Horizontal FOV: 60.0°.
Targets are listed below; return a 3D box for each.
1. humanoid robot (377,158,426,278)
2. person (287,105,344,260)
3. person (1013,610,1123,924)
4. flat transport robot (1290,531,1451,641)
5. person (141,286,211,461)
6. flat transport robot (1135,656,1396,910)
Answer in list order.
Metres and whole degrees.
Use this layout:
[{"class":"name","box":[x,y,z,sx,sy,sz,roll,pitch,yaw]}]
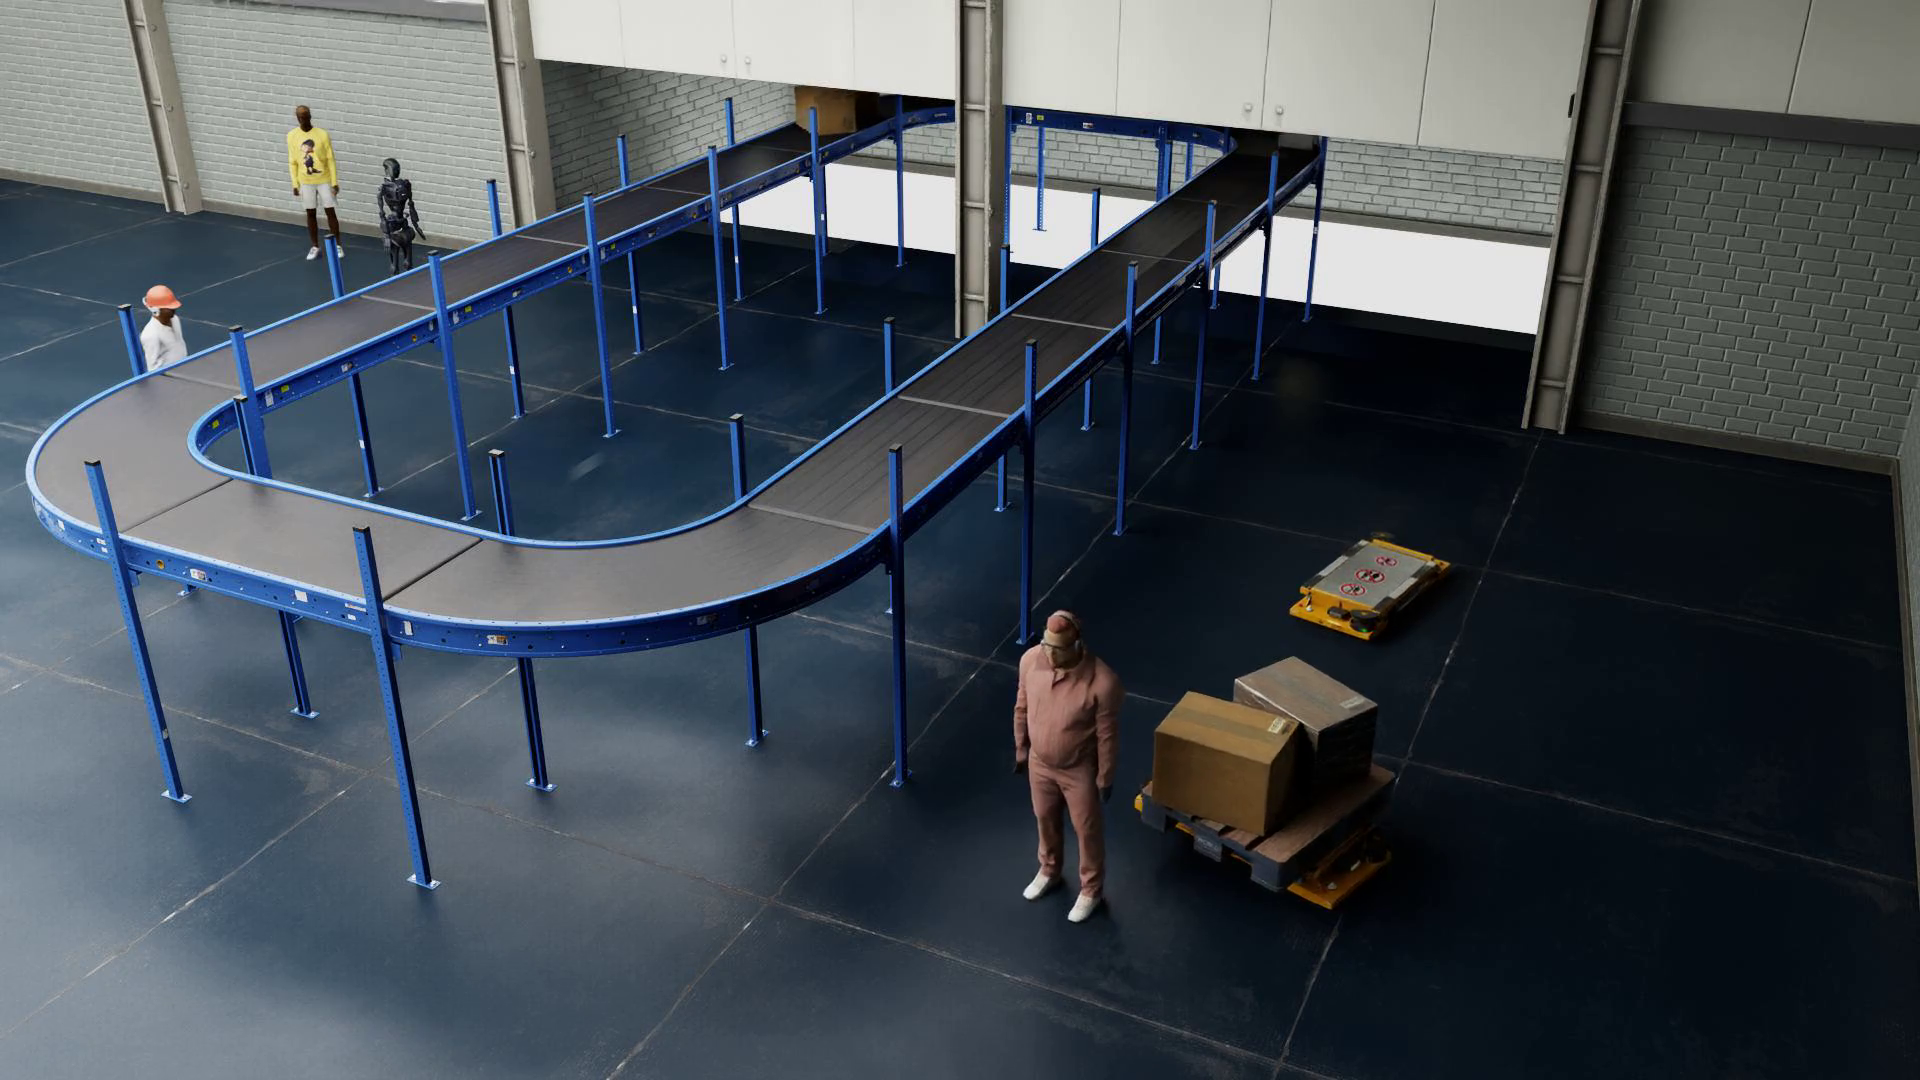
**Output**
[{"class":"humanoid robot","box":[-6.400,-3.538,19.009,0.315,1.655,0.599,12,29,23]},{"class":"person","box":[-7.964,-4.421,20.551,0.555,1.897,0.357,-6,27,-11]},{"class":"person","box":[0.569,1.229,9.182,0.644,1.895,0.402,17,31,31]},{"class":"flat transport robot","box":[3.174,0.339,12.792,0.659,0.231,1.431,19,32,34]},{"class":"person","box":[-6.922,-1.407,14.665,0.398,1.737,0.570,-1,26,-2]},{"class":"flat transport robot","box":[1.806,1.713,10.024,1.431,0.231,0.659,23,35,39]}]
